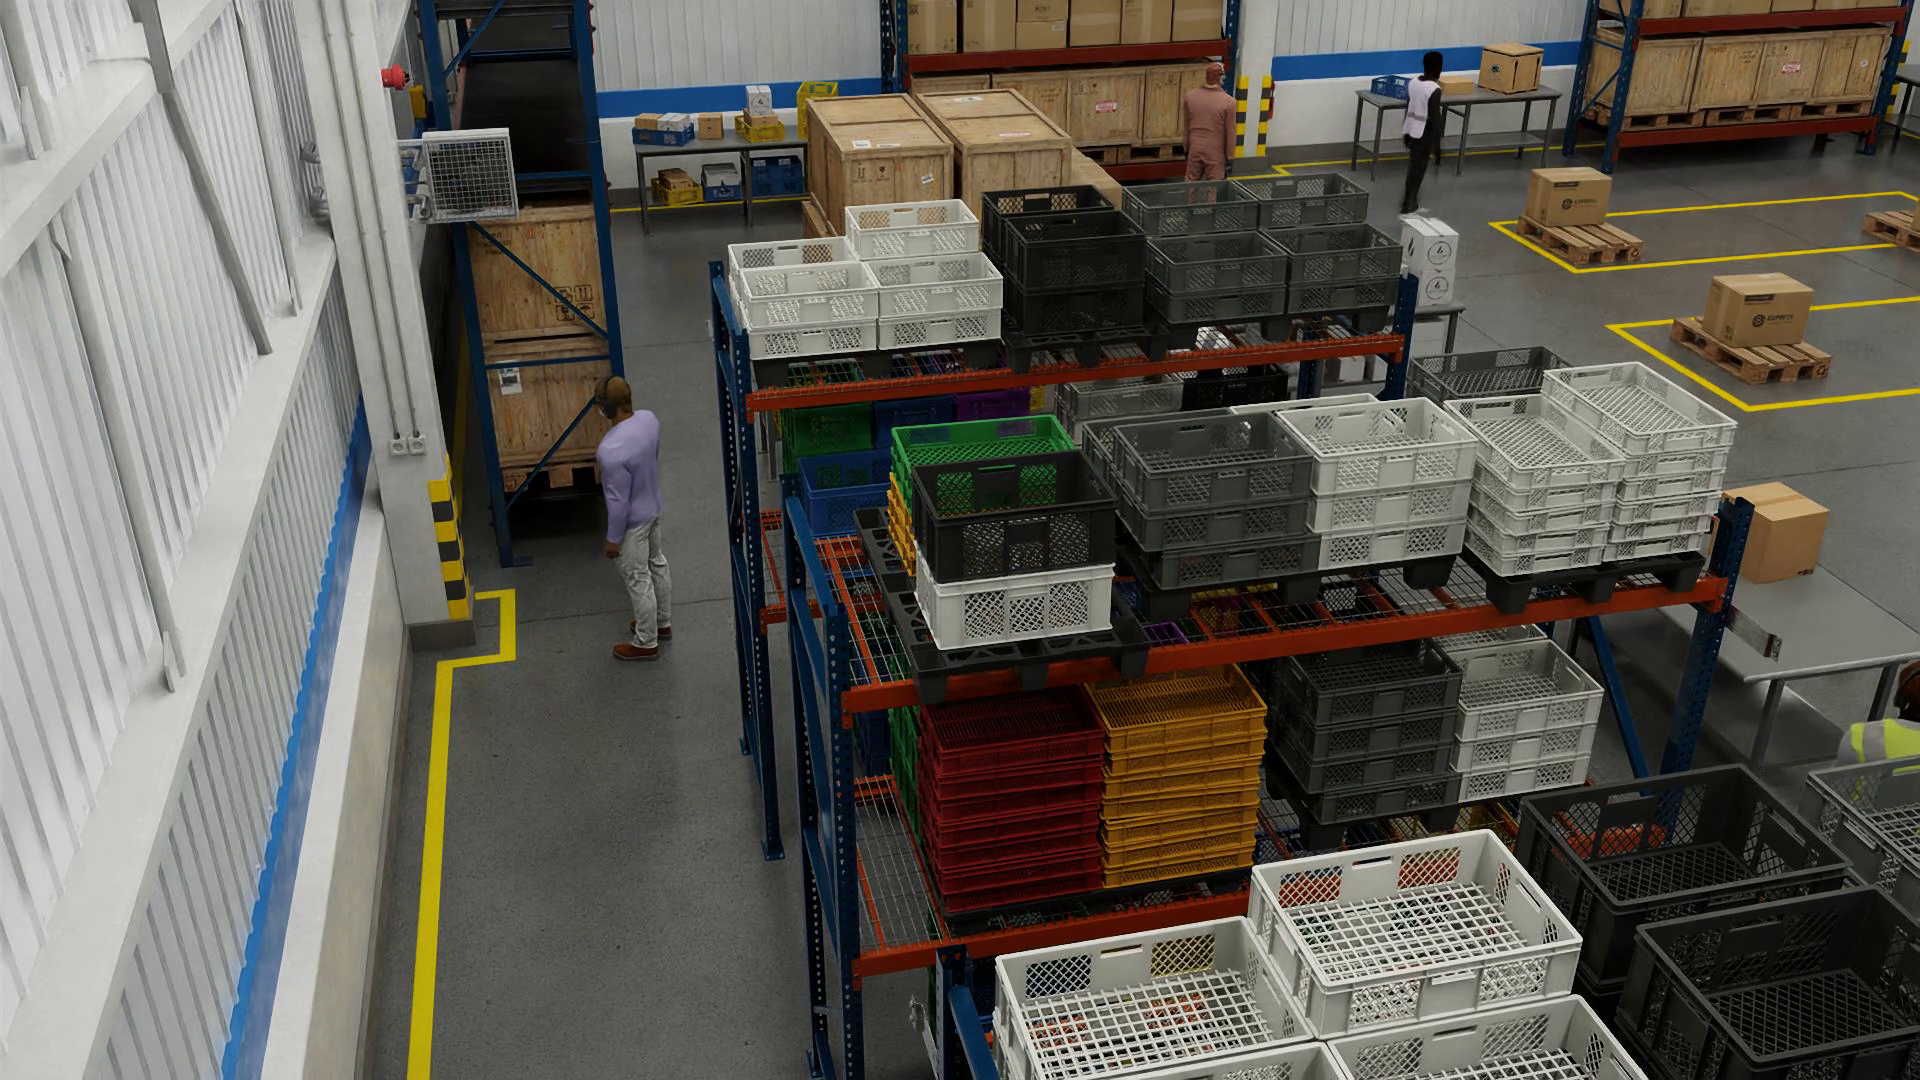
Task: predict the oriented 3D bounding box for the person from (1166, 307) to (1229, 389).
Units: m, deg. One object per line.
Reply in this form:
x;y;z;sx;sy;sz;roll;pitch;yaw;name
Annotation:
1.683;-0.975;12.159;0.581;1.878;0.344;22;35;35;person

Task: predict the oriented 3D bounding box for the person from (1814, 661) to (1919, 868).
4.281;1.383;7.734;0.631;1.836;0.429;5;28;9;person

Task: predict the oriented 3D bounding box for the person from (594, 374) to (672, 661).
-2.072;-0.138;10.510;0.372;1.934;0.627;7;29;12;person

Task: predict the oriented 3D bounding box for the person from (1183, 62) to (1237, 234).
2.782;-4.358;18.558;0.644;1.900;0.396;18;33;30;person

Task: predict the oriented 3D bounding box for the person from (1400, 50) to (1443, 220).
5.305;-4.641;19.083;0.421;1.922;0.593;-7;29;-13;person

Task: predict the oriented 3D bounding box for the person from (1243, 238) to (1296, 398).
2.435;-1.554;13.275;0.365;1.864;0.601;-8;29;-15;person
